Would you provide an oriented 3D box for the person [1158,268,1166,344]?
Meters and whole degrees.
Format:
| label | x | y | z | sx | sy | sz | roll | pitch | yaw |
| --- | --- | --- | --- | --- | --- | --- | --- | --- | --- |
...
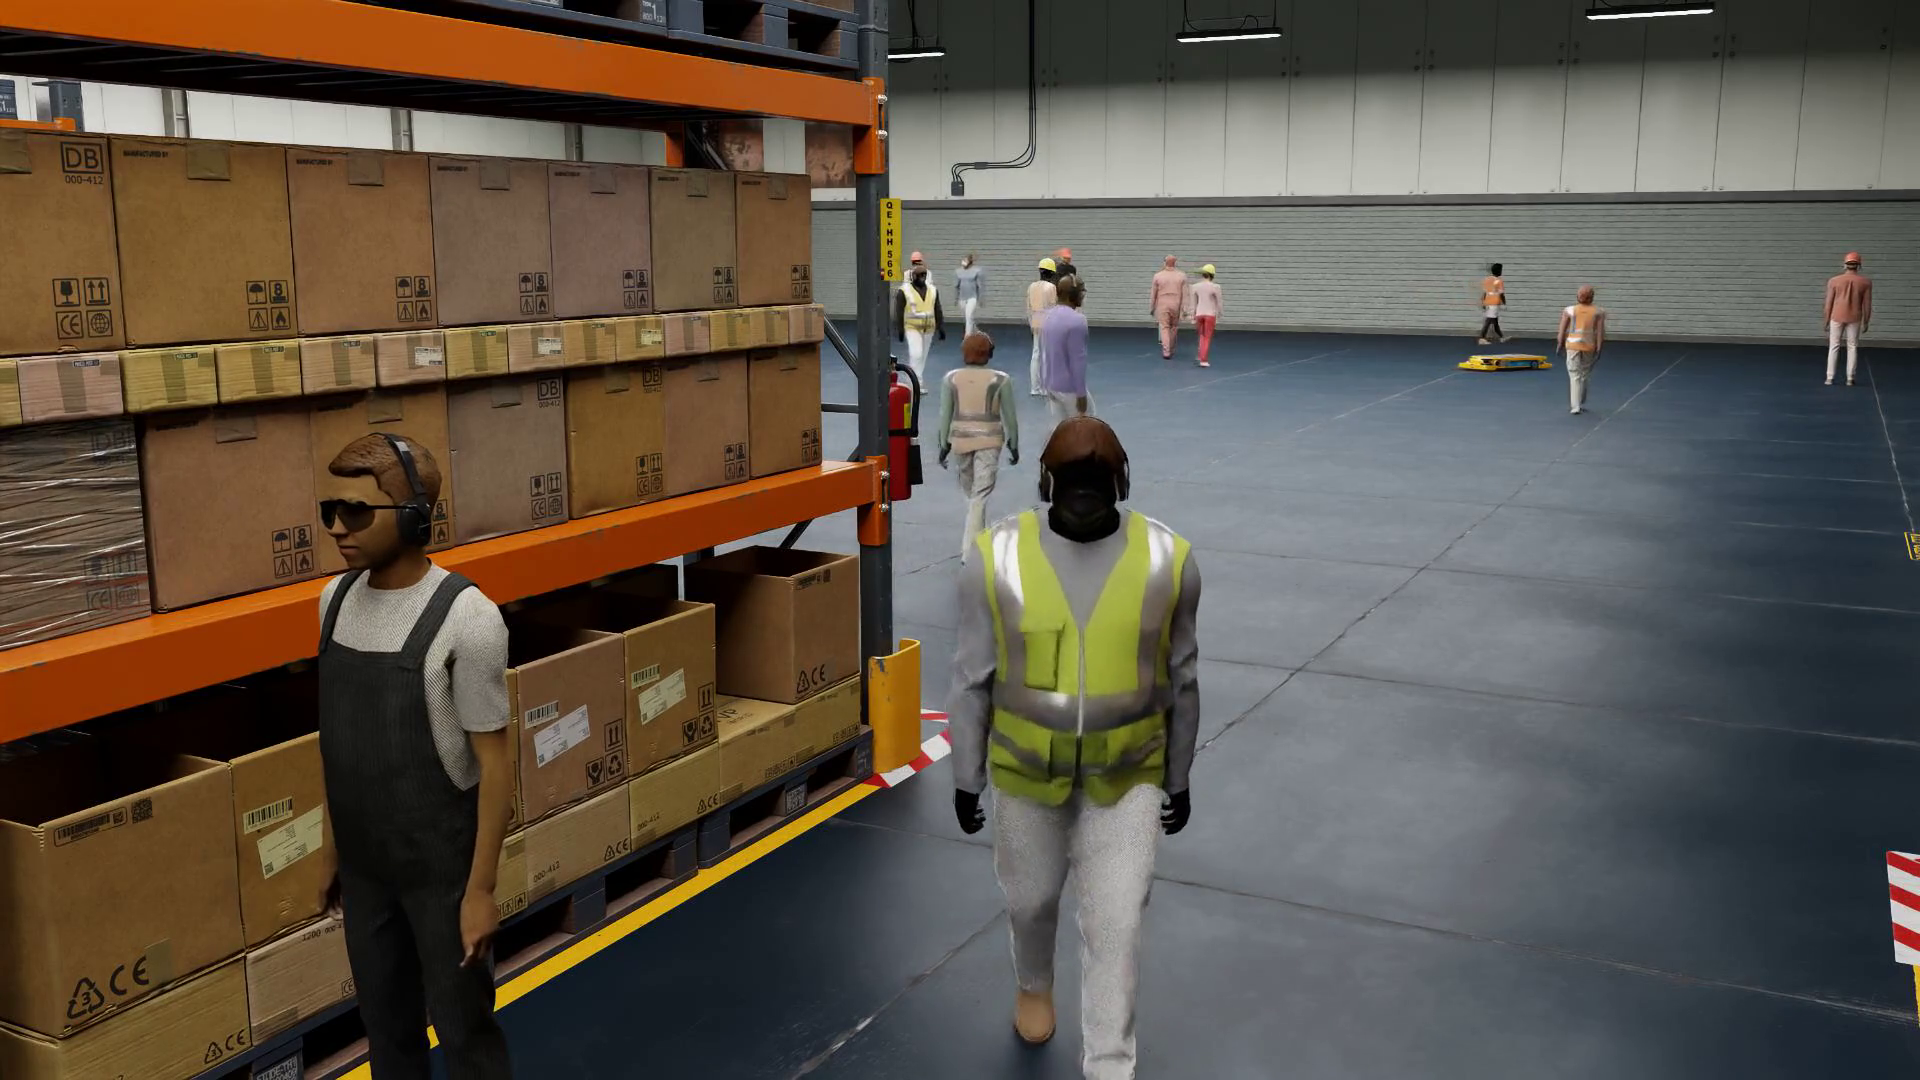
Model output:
| label | x | y | z | sx | sy | sz | roll | pitch | yaw |
| --- | --- | --- | --- | --- | --- | --- | --- | --- | --- |
| person | 4.261 | -4.848 | 34.292 | 0.267 | 1.632 | 0.507 | -1 | 10 | -7 |

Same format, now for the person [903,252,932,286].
| label | x | y | z | sx | sy | sz | roll | pitch | yaw |
| --- | --- | --- | --- | --- | --- | --- | --- | --- | --- |
| person | -0.864 | -4.674 | 32.564 | 0.546 | 1.913 | 0.657 | -5 | 11 | -25 |

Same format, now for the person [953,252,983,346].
| label | x | y | z | sx | sy | sz | roll | pitch | yaw |
| --- | --- | --- | --- | --- | --- | --- | --- | --- | --- |
| person | 0.209 | -4.921 | 33.981 | 0.639 | 1.910 | 0.924 | 6 | 12 | 29 |

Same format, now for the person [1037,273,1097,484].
| label | x | y | z | sx | sy | sz | roll | pitch | yaw |
| --- | --- | --- | --- | --- | --- | --- | --- | --- | --- |
| person | 0.901 | -1.240 | 13.807 | 0.442 | 1.929 | 0.649 | -4 | 11 | -22 |

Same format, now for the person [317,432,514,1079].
| label | x | y | z | sx | sy | sz | roll | pitch | yaw |
| --- | --- | --- | --- | --- | --- | --- | --- | --- | --- |
| person | -1.165 | 0.690 | 3.518 | 0.506 | 1.846 | 0.346 | 5 | 12 | 26 |

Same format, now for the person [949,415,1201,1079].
| label | x | y | z | sx | sy | sz | roll | pitch | yaw |
| --- | --- | --- | --- | --- | --- | --- | --- | --- | --- |
| person | 0.295 | 0.568 | 4.288 | 0.640 | 1.810 | 0.898 | 1 | 10 | 4 |

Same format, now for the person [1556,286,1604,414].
| label | x | y | z | sx | sy | sz | roll | pitch | yaw |
| --- | --- | --- | --- | --- | --- | --- | --- | --- | --- |
| person | 7.847 | -2.406 | 21.072 | 0.528 | 1.593 | 0.848 | 2 | 11 | 11 |

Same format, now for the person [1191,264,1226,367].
| label | x | y | z | sx | sy | sz | roll | pitch | yaw |
| --- | --- | --- | --- | --- | --- | --- | --- | --- | --- |
| person | 4.254 | -3.831 | 28.439 | 0.530 | 1.746 | 0.595 | 9 | 14 | 40 |

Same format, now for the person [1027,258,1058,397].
| label | x | y | z | sx | sy | sz | roll | pitch | yaw |
| --- | --- | --- | --- | --- | --- | --- | --- | --- | --- |
| person | 1.186 | -2.961 | 23.218 | 0.373 | 1.920 | 0.585 | -8 | 13 | -38 |

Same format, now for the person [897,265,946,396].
| label | x | y | z | sx | sy | sz | roll | pitch | yaw |
| --- | --- | --- | --- | --- | --- | --- | --- | --- | --- |
| person | -0.503 | -2.934 | 23.371 | 0.636 | 1.809 | 0.834 | -6 | 12 | -30 |

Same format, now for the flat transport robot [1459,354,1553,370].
| label | x | y | z | sx | sy | sz | roll | pitch | yaw |
| --- | --- | --- | --- | --- | --- | --- | --- | --- | --- |
| flat transport robot | 9.155 | -2.987 | 27.861 | 1.431 | 0.197 | 0.652 | -5 | 11 | -23 |

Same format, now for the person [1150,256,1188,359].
| label | x | y | z | sx | sy | sz | roll | pitch | yaw |
| --- | --- | --- | --- | --- | --- | --- | --- | --- | --- |
| person | 3.799 | -4.238 | 30.363 | 0.664 | 1.852 | 0.986 | 0 | 10 | -2 |

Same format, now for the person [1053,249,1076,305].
| label | x | y | z | sx | sy | sz | roll | pitch | yaw |
| --- | --- | --- | --- | --- | --- | --- | --- | --- | --- |
| person | 2.241 | -5.166 | 35.165 | 0.648 | 1.941 | 1.005 | -6 | 12 | -28 |

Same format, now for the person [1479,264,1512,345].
| label | x | y | z | sx | sy | sz | roll | pitch | yaw |
| --- | --- | --- | --- | --- | --- | --- | --- | --- | --- |
| person | 11.011 | -4.816 | 34.031 | 0.892 | 1.648 | 0.548 | -3 | 11 | -16 |

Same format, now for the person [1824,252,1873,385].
| label | x | y | z | sx | sy | sz | roll | pitch | yaw |
| --- | --- | --- | --- | --- | --- | --- | --- | --- | --- |
| person | 13.301 | -3.304 | 24.928 | 0.617 | 1.983 | 0.406 | 5 | 11 | 25 |

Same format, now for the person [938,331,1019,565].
| label | x | y | z | sx | sy | sz | roll | pitch | yaw |
| --- | --- | --- | --- | --- | --- | --- | --- | --- | --- |
| person | 0.126 | -0.632 | 11.424 | 0.533 | 1.589 | 0.900 | 4 | 11 | 21 |
